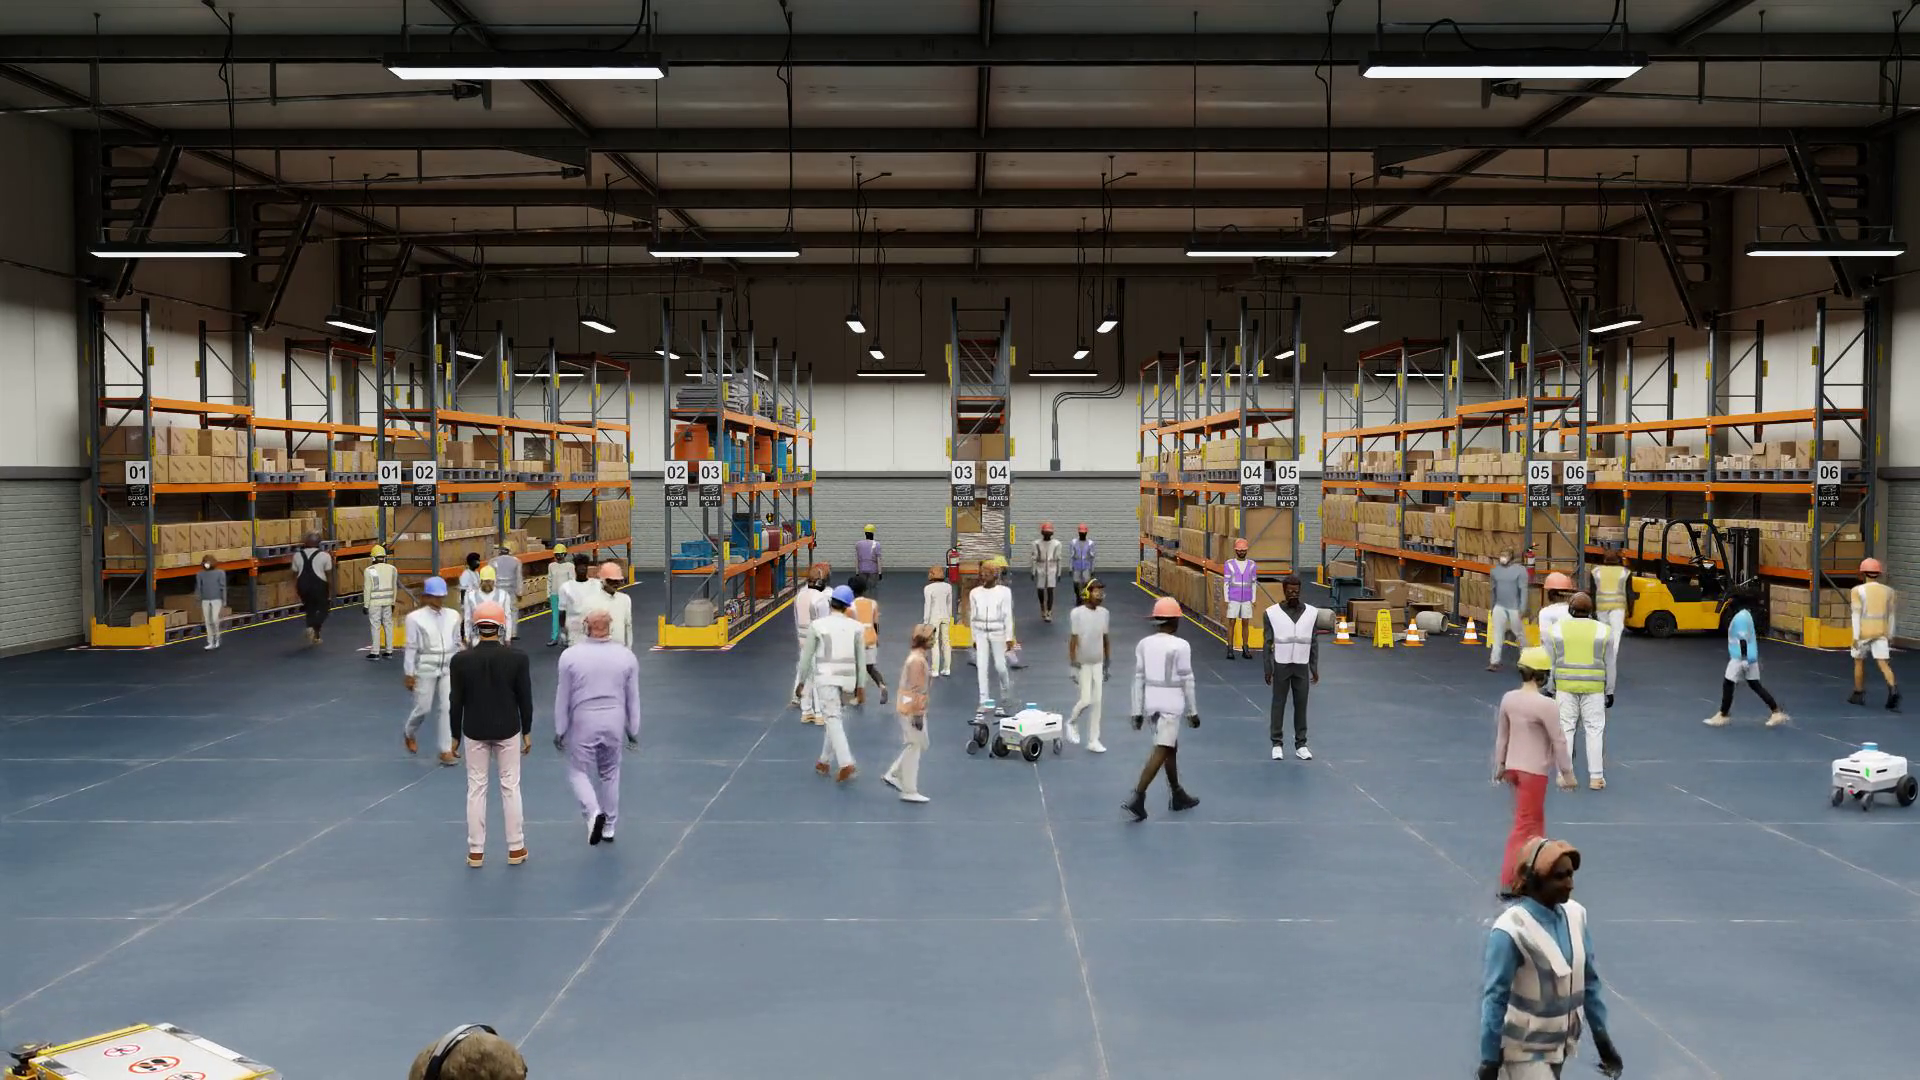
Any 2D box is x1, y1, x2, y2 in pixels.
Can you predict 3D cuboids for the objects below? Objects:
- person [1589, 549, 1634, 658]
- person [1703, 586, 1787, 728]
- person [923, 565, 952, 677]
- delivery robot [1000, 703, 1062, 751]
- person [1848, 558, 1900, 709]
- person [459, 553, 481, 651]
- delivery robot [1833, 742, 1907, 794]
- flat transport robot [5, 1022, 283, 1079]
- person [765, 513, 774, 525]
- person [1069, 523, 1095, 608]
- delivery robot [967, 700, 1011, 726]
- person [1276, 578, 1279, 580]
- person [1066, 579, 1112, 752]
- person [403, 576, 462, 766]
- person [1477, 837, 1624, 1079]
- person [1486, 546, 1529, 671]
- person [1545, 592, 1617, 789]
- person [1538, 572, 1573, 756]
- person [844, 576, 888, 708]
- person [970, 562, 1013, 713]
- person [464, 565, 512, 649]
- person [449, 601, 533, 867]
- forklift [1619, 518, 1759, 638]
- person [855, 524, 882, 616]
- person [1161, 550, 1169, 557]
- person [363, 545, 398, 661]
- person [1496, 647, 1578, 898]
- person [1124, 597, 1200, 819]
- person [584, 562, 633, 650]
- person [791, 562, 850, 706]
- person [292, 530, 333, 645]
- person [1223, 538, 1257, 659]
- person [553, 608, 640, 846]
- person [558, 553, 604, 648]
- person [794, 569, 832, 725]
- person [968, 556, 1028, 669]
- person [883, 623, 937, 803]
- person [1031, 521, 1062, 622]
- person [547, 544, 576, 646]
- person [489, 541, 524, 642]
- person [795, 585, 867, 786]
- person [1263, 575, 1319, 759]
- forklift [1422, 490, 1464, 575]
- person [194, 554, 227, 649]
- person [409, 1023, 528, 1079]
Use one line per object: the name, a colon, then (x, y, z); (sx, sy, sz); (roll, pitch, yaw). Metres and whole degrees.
person: (10.102, 1.039, 25.065); (0.633, 1.813, 0.834); (1, 3, 27)
person: (9.194, 1.365, 18.822); (0.855, 1.660, 0.541); (1, 3, 33)
person: (-0.332, 1.181, 23.689); (0.498, 1.634, 0.284); (-2, 3, -38)
delivery robot: (0.749, 1.955, 16.940); (0.477, 0.478, 0.707); (2, 3, 44)
person: (11.637, 1.180, 20.517); (0.555, 1.908, 0.900); (0, 2, 2)
person: (-7.982, 1.042, 26.670); (0.815, 1.658, 0.551); (0, 2, 6)
delivery robot: (8.134, 2.056, 14.431); (0.707, 0.478, 0.477); (-1, 3, -33)
flat transport robot: (-3.792, 2.517, 7.506); (1.431, 0.197, 0.652); (2, 3, 38)
person: (-5.592, 0.135, 47.273); (0.326, 1.865, 0.517); (-1, 2, -19)
person: (2.628, 0.598, 34.709); (0.563, 1.927, 0.422); (0, 2, 8)
delivery robot: (0.315, 1.818, 17.191); (0.335, 0.223, 0.698); (1, 2, 26)
person: (7.872, 0.391, 40.381); (0.650, 1.890, 0.515); (-1, 2, -18)
person: (1.363, 1.330, 17.279); (0.554, 1.851, 0.499); (-1, 3, -30)
person: (-5.434, 1.326, 16.572); (0.618, 1.922, 0.765); (-2, 3, -44)
person: (2.212, 1.904, 5.936); (0.520, 1.600, 0.846); (-2, 3, -40)
person: (8.349, 1.025, 24.511); (1.014, 1.897, 0.657); (-2, 3, -44)
person: (5.865, 1.414, 15.260); (0.633, 1.843, 0.429); (1, 3, 25)
person: (6.300, 1.301, 17.015); (0.544, 1.922, 0.490); (-1, 2, -16)
person: (-1.200, 1.291, 20.332); (0.543, 1.674, 0.615); (-2, 3, -36)
person: (0.409, 1.203, 20.248); (0.575, 1.867, 0.697); (1, 2, 18)
person: (-6.099, 1.213, 20.857); (0.593, 1.804, 0.710); (-1, 2, -18)
person: (-3.551, 1.457, 12.251); (0.609, 1.996, 0.383); (0, 2, -11)
forklift: (13.417, 0.684, 29.791); (2.313, 2.155, 1.214); (0, 2, 0)
person: (-1.900, 0.637, 33.749); (0.595, 1.925, 0.373); (1, 2, 20)
person: (5.695, 0.353, 44.801); (0.528, 1.617, 0.505); (-1, 2, -24)
person: (-9.289, 0.999, 25.815); (0.404, 1.833, 0.590); (2, 3, 34)
person: (4.090, 1.623, 11.332); (0.790, 1.738, 0.533); (-1, 2, -17)
person: (1.738, 1.441, 14.007); (0.974, 1.900, 0.543); (-2, 3, -39)
person: (-3.939, 1.232, 18.083); (0.630, 1.978, 0.473); (-2, 3, -41)
person: (-1.816, 1.203, 20.693); (0.584, 1.838, 0.983); (2, 3, 35)
person: (-11.173, 0.835, 27.904); (0.685, 2.000, 0.694); (0, 2, 5)
person: (4.521, 0.939, 26.014); (0.542, 1.939, 0.361); (0, 2, -3)
person: (-2.877, 1.484, 12.832); (0.693, 1.889, 0.682); (-1, 3, -27)
person: (-4.842, 1.140, 20.763); (0.643, 1.949, 0.466); (-1, 2, -18)
person: (-1.701, 1.261, 19.178); (0.429, 1.840, 0.624); (-2, 3, -40)
person: (0.546, 1.105, 24.624); (0.925, 1.723, 0.518); (1, 2, 24)
person: (-0.428, 1.552, 14.558); (0.444, 1.620, 0.533); (0, 2, 4)
person: (1.756, 0.629, 32.695); (0.631, 2.030, 0.655); (0, 2, 4)
person: (-6.900, 0.949, 27.900); (0.523, 1.769, 0.314); (0, 2, 11)
person: (-8.019, 0.916, 28.449); (0.657, 1.790, 0.408); (0, 2, -12)
person: (-1.178, 1.384, 15.542); (0.630, 1.887, 0.969); (-2, 3, -34)
person: (3.444, 1.318, 16.852); (0.589, 1.912, 0.372); (0, 2, -8)
forklift: (13.926, -0.371, 47.846); (1.873, 2.768, 1.129); (0, 2, 0)
person: (-12.697, 1.045, 27.314); (0.520, 1.616, 0.436); (0, 2, 0)
person: (-0.902, 1.854, 2.983); (0.372, 1.940, 0.631); (1, 2, 18)
